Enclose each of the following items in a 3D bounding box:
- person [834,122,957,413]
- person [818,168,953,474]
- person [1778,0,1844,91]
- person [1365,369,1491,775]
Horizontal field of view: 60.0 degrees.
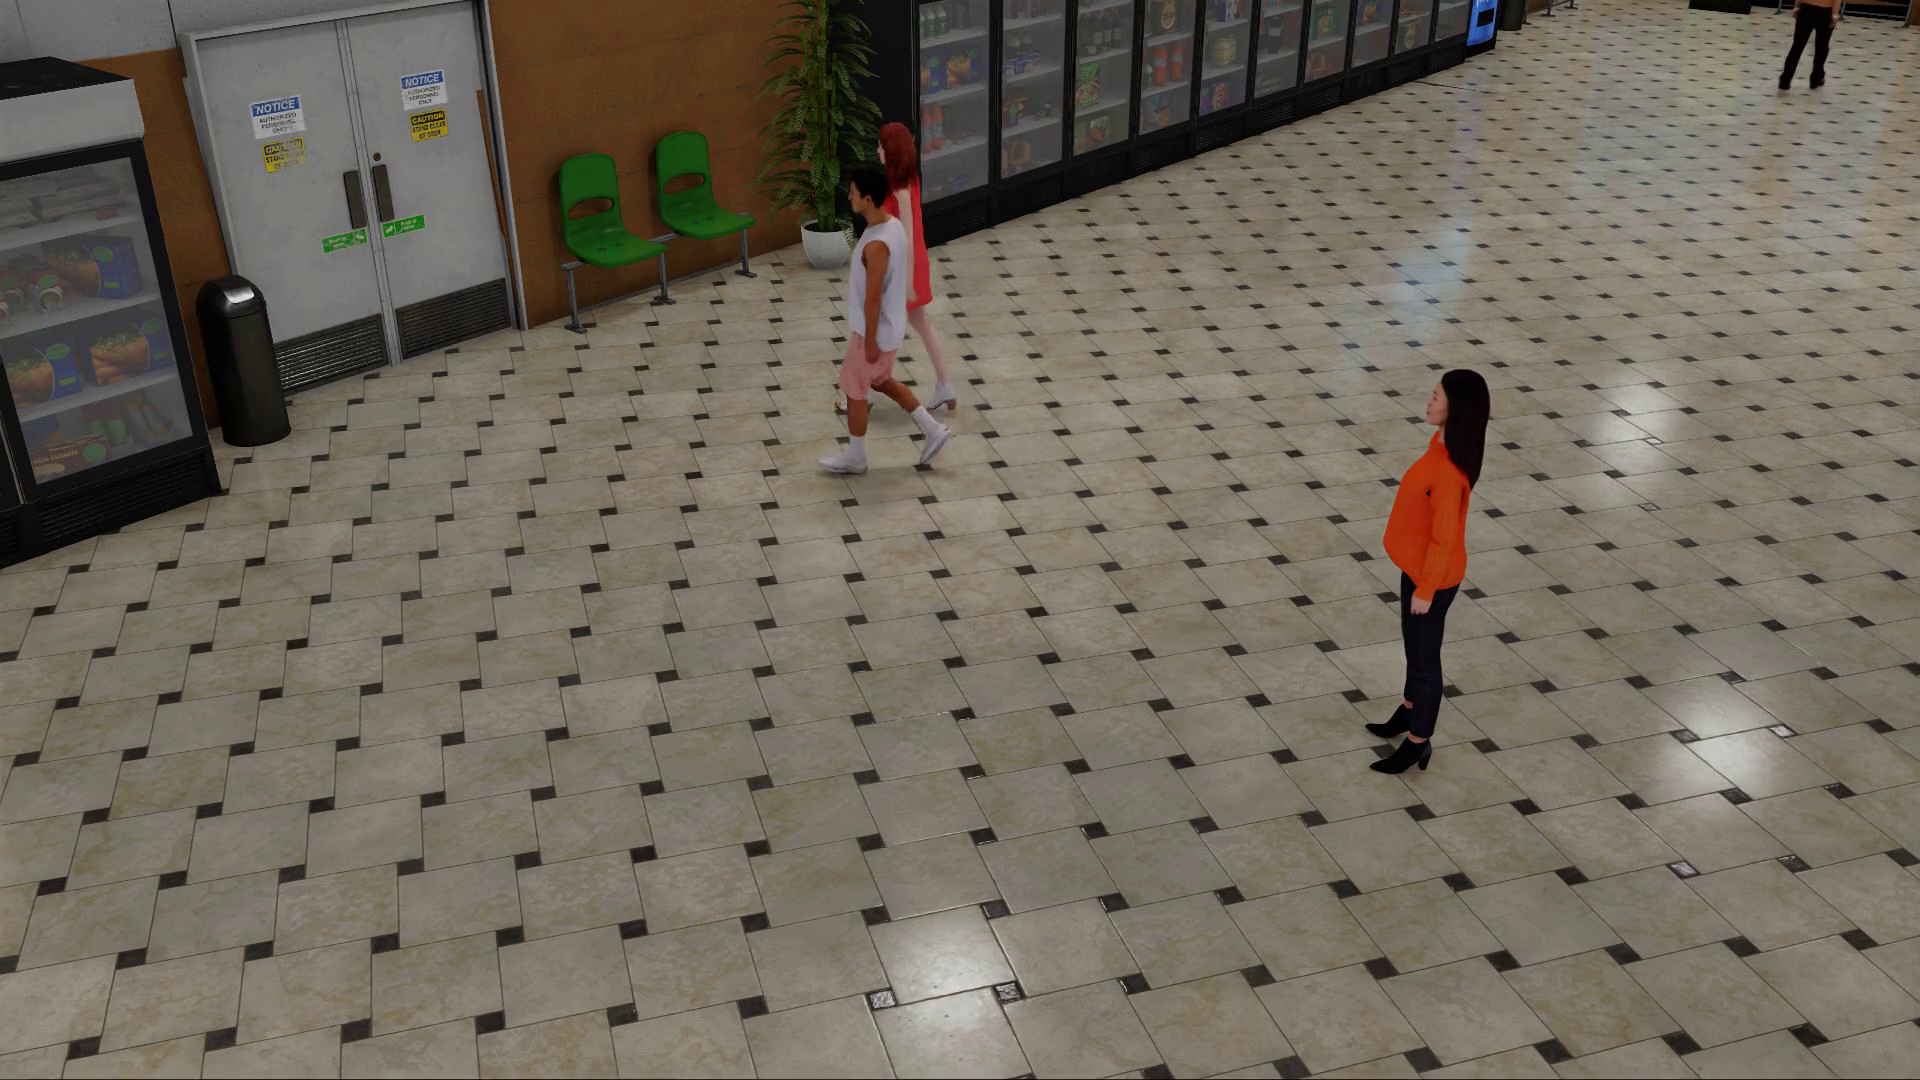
[{"bbox_3d":[-0.251,-1.586,10.010,1.077,1.791,0.939,3,27,5],"label":"person"},{"bbox_3d":[-0.384,-1.183,9.245,1.105,1.763,0.926,5,27,9],"label":"person"},{"bbox_3d":[9.468,-5.832,18.458,1.008,1.722,0.751,23,35,37],"label":"person"},{"bbox_3d":[1.888,0.131,6.670,0.711,1.749,0.704,5,27,10],"label":"person"}]
